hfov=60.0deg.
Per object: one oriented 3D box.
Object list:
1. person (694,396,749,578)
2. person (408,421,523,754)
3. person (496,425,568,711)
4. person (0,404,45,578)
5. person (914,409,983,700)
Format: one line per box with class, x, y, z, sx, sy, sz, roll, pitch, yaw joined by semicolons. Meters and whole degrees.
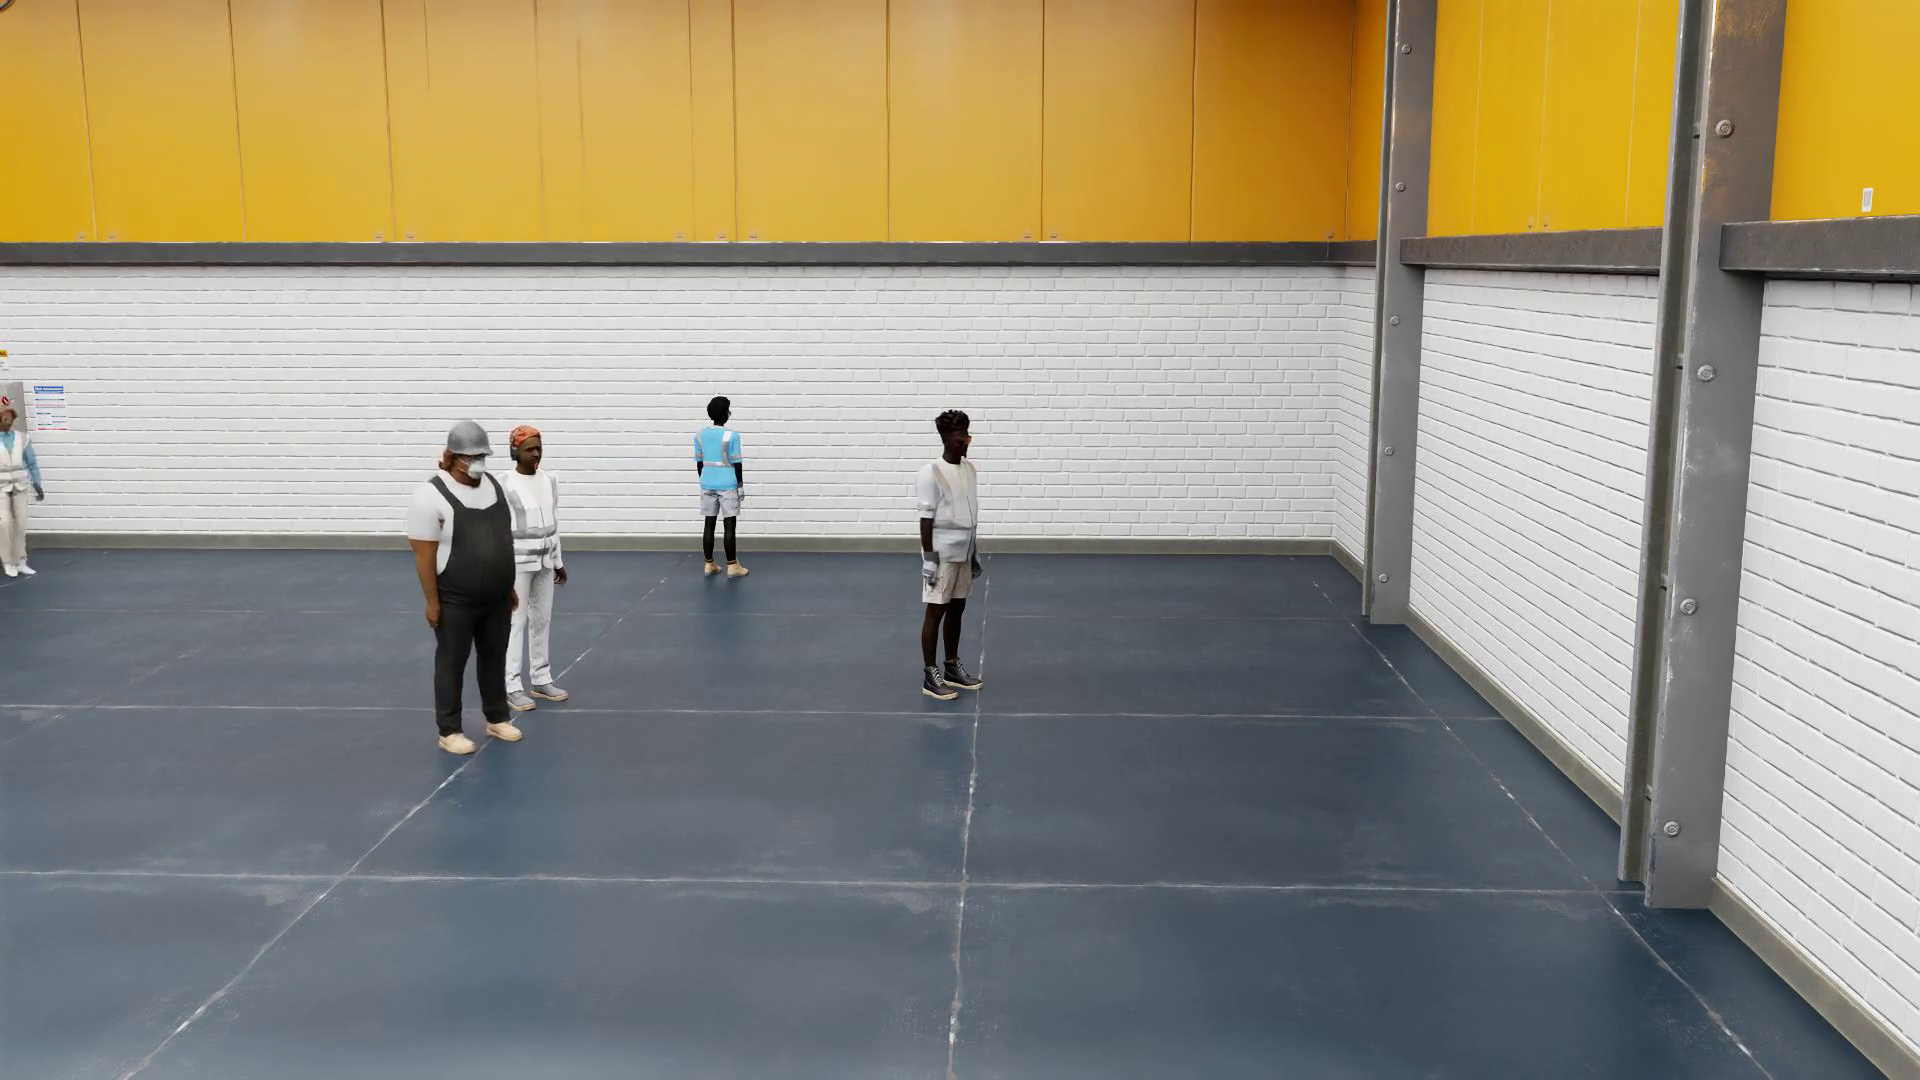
person;-2.234;-0.494;15.539;0.532;1.697;0.319;5;11;28
person;-2.942;0.271;10.051;0.542;2.000;0.689;7;12;34
person;-2.865;0.176;11.065;0.339;1.882;0.584;6;11;32
person;-8.857;-0.450;15.512;0.483;1.625;0.593;6;11;32
person;-0.063;0.087;11.354;0.367;1.963;0.600;7;12;34
